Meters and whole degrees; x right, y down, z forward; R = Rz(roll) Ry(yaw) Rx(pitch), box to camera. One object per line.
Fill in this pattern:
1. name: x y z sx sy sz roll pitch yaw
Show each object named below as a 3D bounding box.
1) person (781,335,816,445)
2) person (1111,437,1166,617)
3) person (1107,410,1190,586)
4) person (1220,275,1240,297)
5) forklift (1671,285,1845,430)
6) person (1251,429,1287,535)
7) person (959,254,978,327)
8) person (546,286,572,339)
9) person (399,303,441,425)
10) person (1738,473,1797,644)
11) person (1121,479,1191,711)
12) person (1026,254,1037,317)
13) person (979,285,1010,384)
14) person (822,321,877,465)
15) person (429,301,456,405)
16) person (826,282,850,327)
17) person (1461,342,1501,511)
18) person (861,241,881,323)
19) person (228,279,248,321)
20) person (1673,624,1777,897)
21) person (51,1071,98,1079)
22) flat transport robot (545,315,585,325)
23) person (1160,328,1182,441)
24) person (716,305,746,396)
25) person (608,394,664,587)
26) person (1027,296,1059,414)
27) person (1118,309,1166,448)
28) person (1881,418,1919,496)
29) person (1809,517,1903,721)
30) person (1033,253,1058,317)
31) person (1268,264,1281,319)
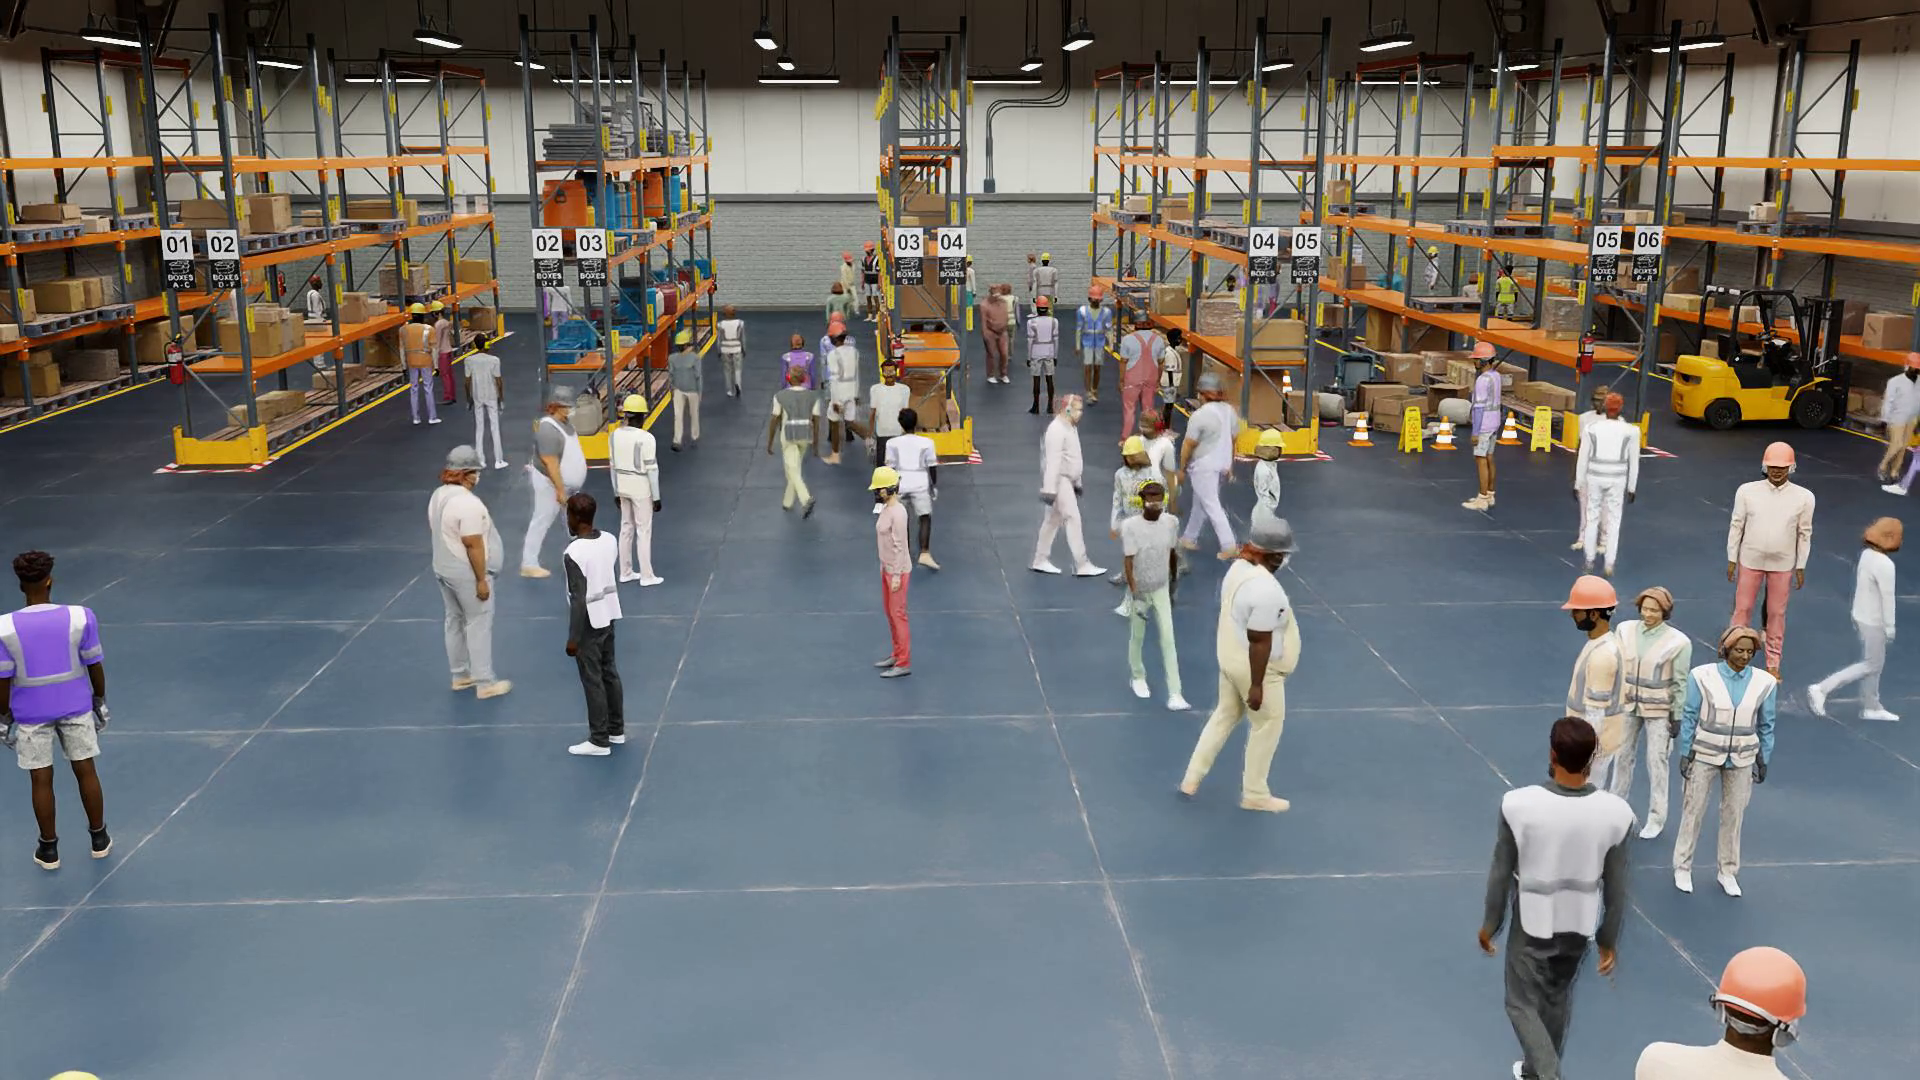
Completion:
1. person: -2.364 -2.200 24.451 0.513 1.639 0.311 -2 13 -9
2. person: 1.660 -0.143 15.612 0.492 1.683 0.915 10 16 35
3. person: 1.936 -0.429 16.647 0.960 1.784 0.562 -5 14 -19
4. person: 5.361 -4.325 32.977 0.524 1.852 0.404 2 13 10
5. forklift: 12.503 -2.886 26.166 2.313 2.155 1.214 -1 13 -3
6. person: 2.897 -0.185 15.689 0.300 1.743 0.493 3 14 12
7. person: 0.205 -6.066 40.561 0.326 1.768 0.540 -12 18 -42
8. person: -8.541 -4.869 35.482 0.533 1.767 0.312 -1 13 -5
9. person: -8.533 -2.776 26.285 0.590 1.920 0.385 0 13 0
10. person: 7.115 0.094 14.615 0.363 1.697 0.553 -9 16 -33
11. person: 1.515 0.431 12.914 0.522 1.812 0.971 -3 14 -11
12. person: 1.869 -6.576 43.009 0.316 1.629 0.508 1 13 3
13. person: 0.646 -3.795 30.742 0.673 1.855 0.653 -7 15 -28
14. person: -1.532 -1.985 22.749 0.815 2.013 0.623 10 16 36
15. person: -8.847 -3.190 28.390 0.336 1.761 0.521 0 13 1
16. person: -2.511 -4.498 34.223 0.509 1.621 0.379 -3 14 -14
17. person: 6.309 -1.378 20.133 0.419 2.034 0.605 9 16 32
18. person: -2.236 -6.454 41.644 0.619 2.029 0.410 9 16 34
19. person: -13.870 -4.176 32.086 0.399 1.991 0.621 -4 14 -15
20. person: 4.465 1.281 9.726 0.518 1.632 0.313 2 13 9
21. person: -2.511 2.358 4.869 0.533 1.766 0.316 -9 16 -34
22. flat transport robot: -9.481 -5.426 41.044 1.431 0.197 0.652 5 14 19
23. person: 3.160 -2.337 24.928 0.319 1.690 0.540 2 13 10
24. person: -4.011 -3.306 29.147 0.527 1.624 0.530 -2 13 -9
25. person: -3.236 -0.496 16.640 0.590 1.918 0.397 9 16 33
26. person: 1.349 -3.042 27.373 0.544 1.939 0.354 -3 14 -13
27. person: 2.615 -2.361 24.269 0.687 2.000 0.536 -4 14 -16
28. person: 12.071 -1.439 20.803 0.898 1.826 0.557 6 14 23
29. person: 6.865 0.606 12.600 0.629 1.608 0.504 3 14 13
30. person: 1.982 -5.712 38.707 0.594 1.926 0.366 -1 13 -6
31. person: 7.447 -5.728 39.405 0.268 1.632 0.507 2 13 9
